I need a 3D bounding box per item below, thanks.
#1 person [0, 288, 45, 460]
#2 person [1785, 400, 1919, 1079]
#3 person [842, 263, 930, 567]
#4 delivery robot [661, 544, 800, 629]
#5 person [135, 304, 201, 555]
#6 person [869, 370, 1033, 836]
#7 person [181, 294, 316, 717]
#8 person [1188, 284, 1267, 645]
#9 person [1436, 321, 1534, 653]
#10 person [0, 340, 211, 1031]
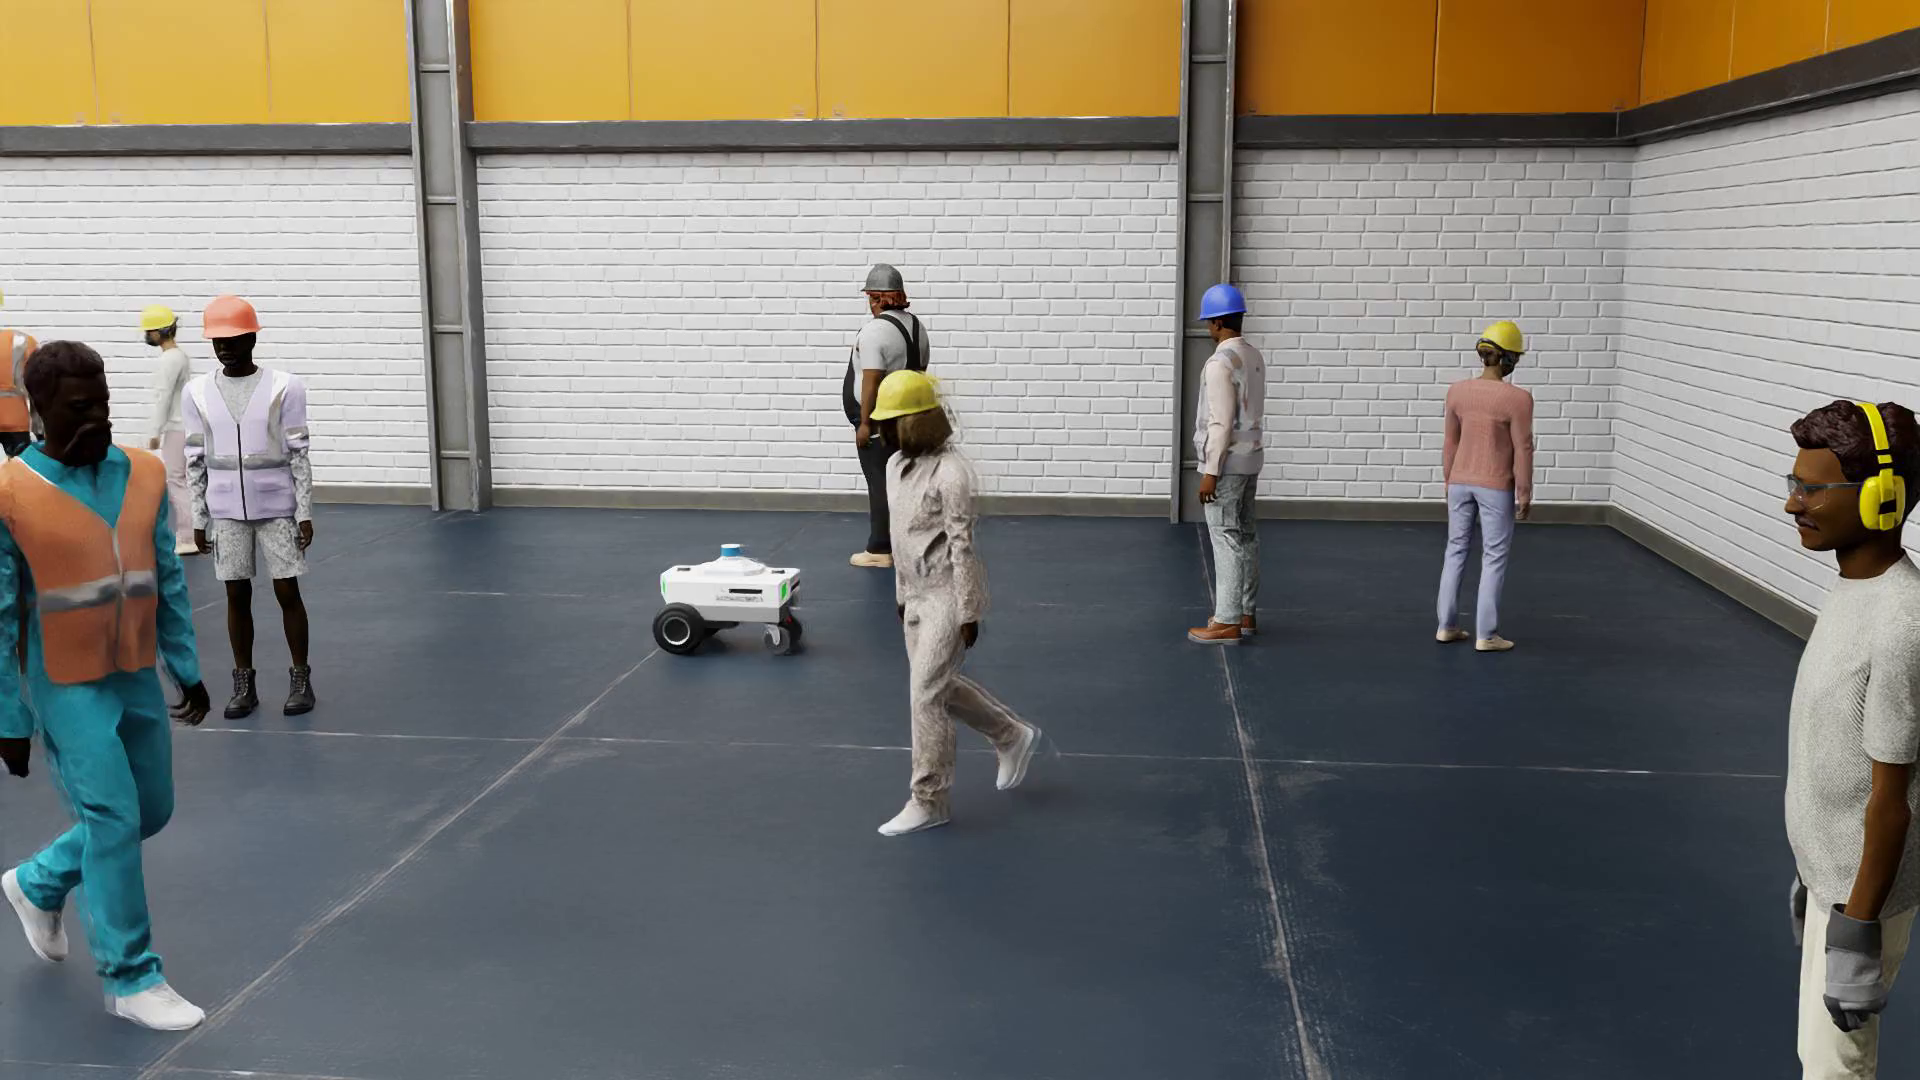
[{"bbox_3d":[-6.454,-0.769,11.139,0.589,1.927,0.388,-5,11,-28],"label":"person"},{"bbox_3d":[1.651,0.665,3.134,0.334,1.860,0.509,4,11,21],"label":"person"},{"bbox_3d":[-0.533,-0.846,11.255,0.539,2.000,0.689,6,11,29],"label":"person"},{"bbox_3d":[-1.218,0.265,8.876,0.707,0.478,0.477,1,10,8],"label":"delivery robot"},{"bbox_3d":[-5.513,-0.769,11.645,0.369,1.754,0.553,-3,10,-19],"label":"person"},{"bbox_3d":[-0.011,0.209,6.181,0.703,1.709,0.498,-6,11,-30],"label":"person"},{"bbox_3d":[-3.227,-0.142,7.561,0.544,1.932,0.375,-1,10,-8],"label":"person"},{"bbox_3d":[1.445,-0.404,9.010,0.407,1.938,0.614,6,11,29],"label":"person"},{"bbox_3d":[2.802,-0.279,8.834,0.342,1.756,0.533,-8,13,-38],"label":"person"},{"bbox_3d":[-2.452,0.388,4.622,0.754,1.894,0.602,3,10,18],"label":"person"}]
